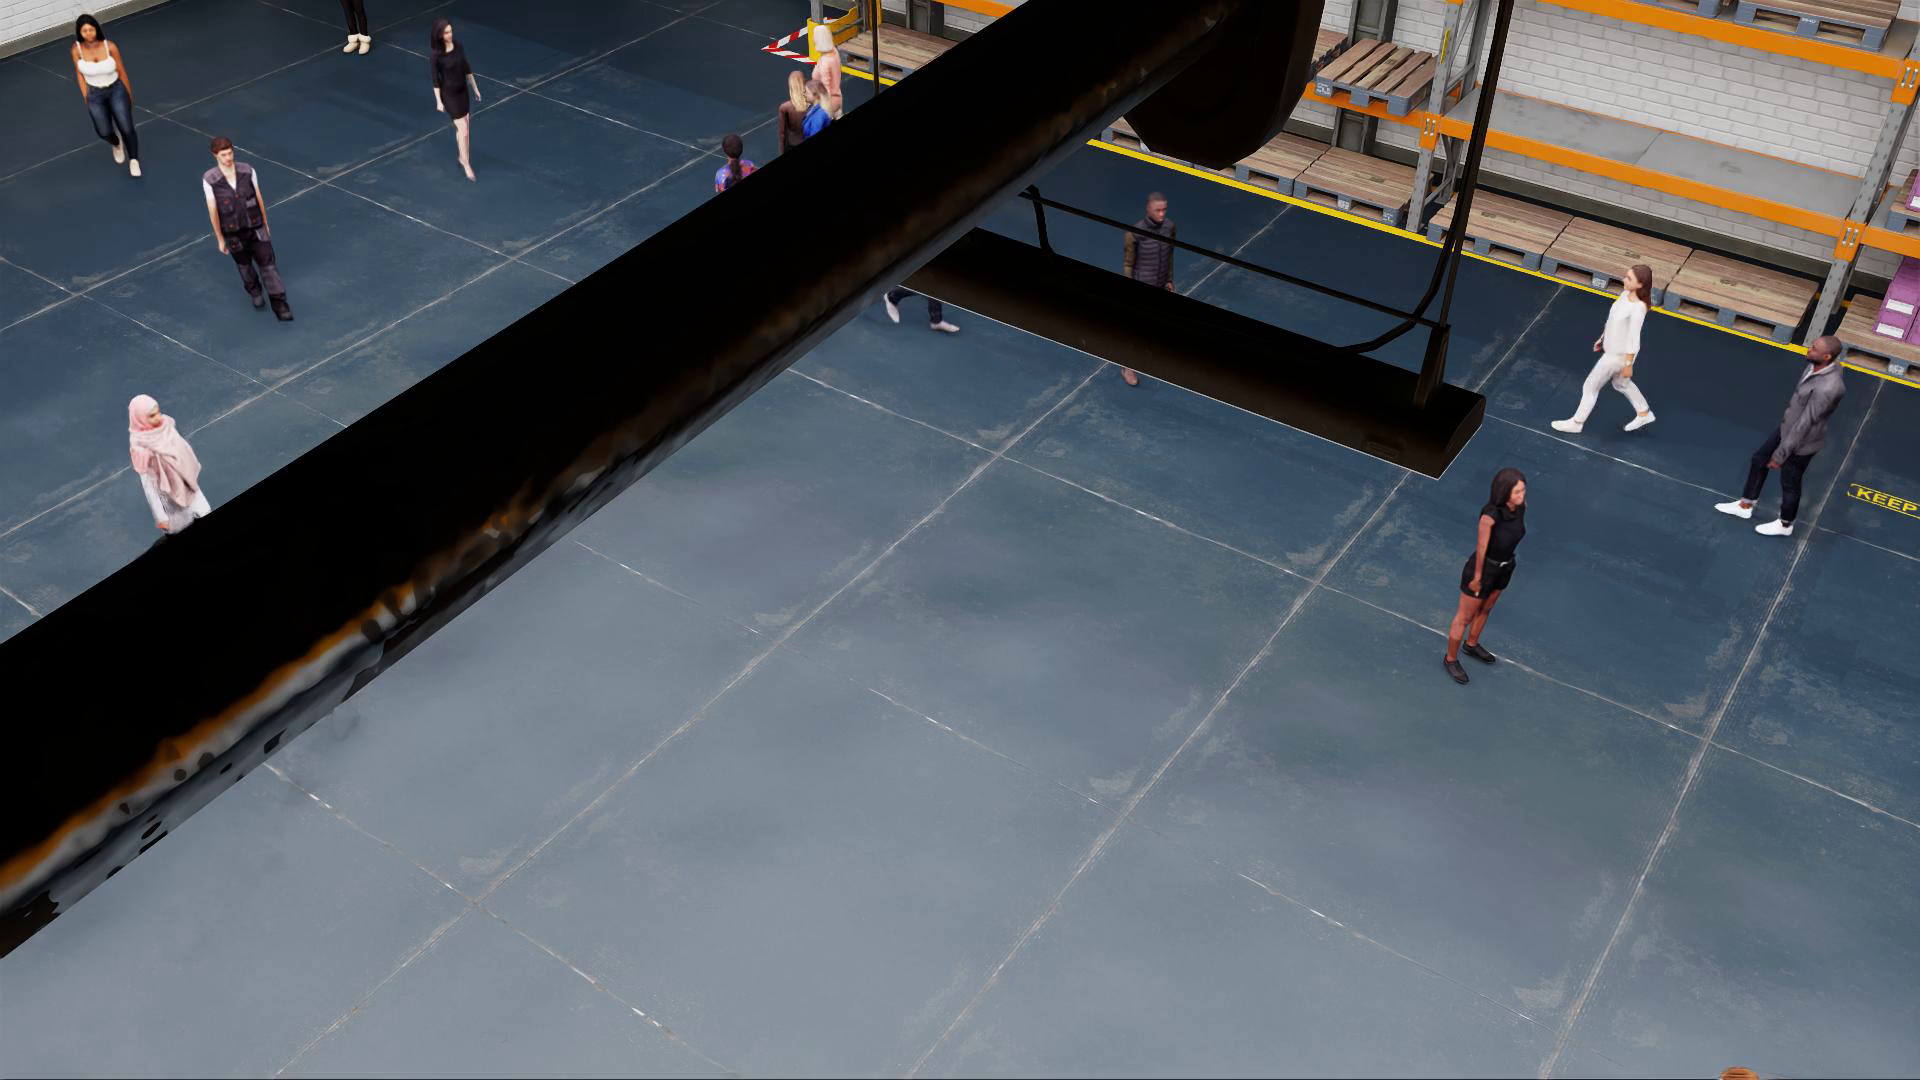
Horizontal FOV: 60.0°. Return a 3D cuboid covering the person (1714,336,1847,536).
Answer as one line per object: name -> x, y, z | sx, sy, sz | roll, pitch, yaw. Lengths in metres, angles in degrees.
person -> 6.623, -0.771, 12.956 | 0.959, 1.800, 0.898 | 7, 39, 9

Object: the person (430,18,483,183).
person -> -5.510, -4.782, 17.987 | 0.670, 1.789, 0.617 | 19, 43, 23

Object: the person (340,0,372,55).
person -> -7.672, -6.982, 20.844 | 0.665, 1.661, 0.729 | -6, 39, -7

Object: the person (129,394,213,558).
person -> -5.932, -0.316, 12.409 | 1.235, 1.771, 0.942 | 6, 39, 8

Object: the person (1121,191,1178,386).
person -> 1.661, -2.261, 14.792 | 0.771, 1.838, 0.724 | -21, 43, -25

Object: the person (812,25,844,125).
person -> -1.330, -4.732, 17.997 | 1.162, 1.698, 0.877 | 9, 39, 11

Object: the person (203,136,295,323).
person -> -6.792, -2.953, 15.684 | 0.972, 1.806, 1.245 | -21, 43, -25

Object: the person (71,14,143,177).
person -> -9.265, -4.847, 18.064 | 0.847, 1.794, 0.919 | -14, 41, -17

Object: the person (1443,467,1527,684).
person -> 3.738, 0.223, 11.759 | 0.655, 1.740, 0.614 | -27, 46, -29

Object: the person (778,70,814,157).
person -> -1.597, -3.953, 17.030 | 0.892, 1.688, 1.027 | -18, 42, -21

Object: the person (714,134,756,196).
person -> -2.049, -3.016, 15.826 | 0.745, 1.727, 1.023 | -27, 46, -30

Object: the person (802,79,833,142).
person -> -1.308, -3.871, 16.937 | 1.003, 1.677, 0.939 | -7, 39, -9

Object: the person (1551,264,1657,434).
person -> 5.664, -1.587, 14.094 | 1.167, 1.655, 0.892 | 7, 39, 9
